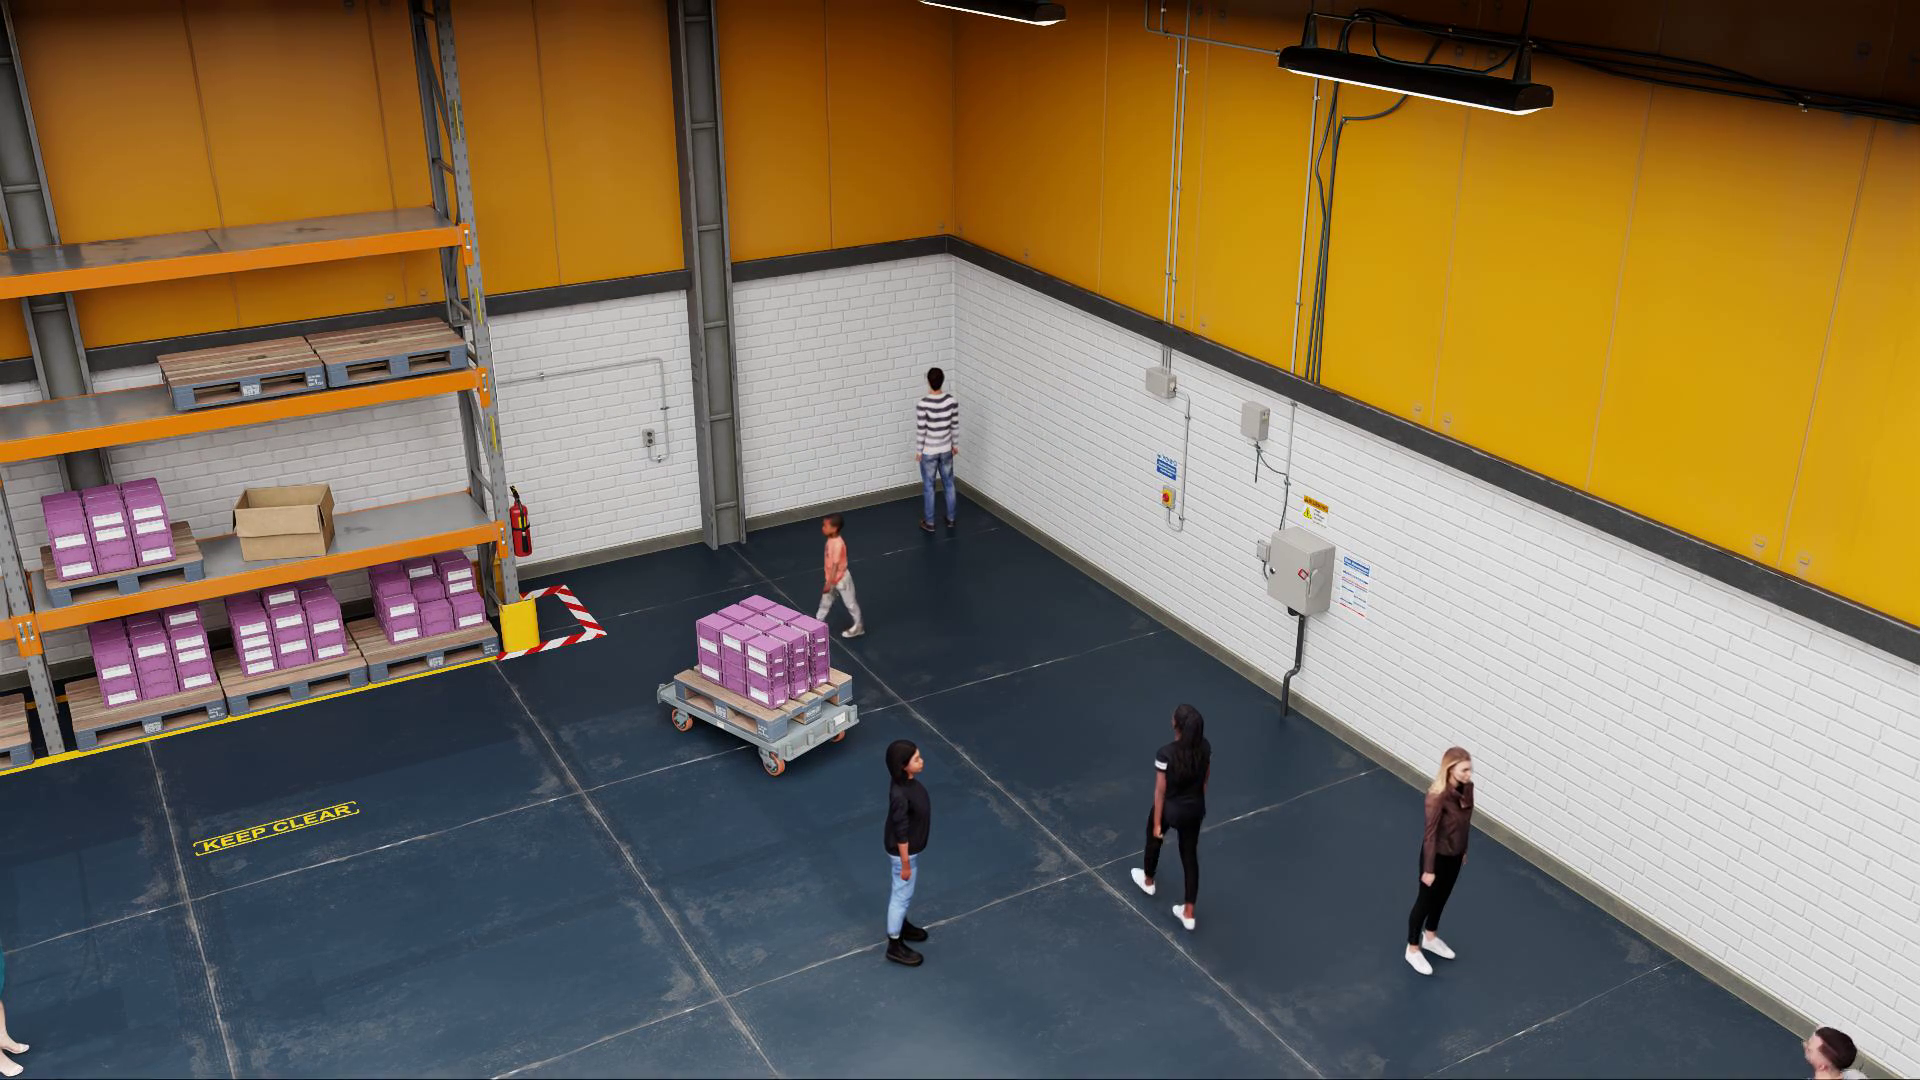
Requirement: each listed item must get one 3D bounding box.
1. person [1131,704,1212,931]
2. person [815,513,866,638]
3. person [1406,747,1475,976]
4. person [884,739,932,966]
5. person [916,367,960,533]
[{"bbox_3d":[1.594,1.977,11.742,0.940,1.704,0.774,-9,25,-19],"label":"person"},{"bbox_3d":[-1.098,0.365,15.965,0.908,1.273,0.556,-9,25,-20],"label":"person"},{"bbox_3d":[3.288,2.148,11.349,0.486,1.703,0.696,-18,29,-35],"label":"person"},{"bbox_3d":[-0.389,2.118,11.427,0.675,1.696,0.639,0,24,1],"label":"person"},{"bbox_3d":[-0.256,-1.007,18.382,0.493,1.852,0.732,-10,25,-21],"label":"person"}]
